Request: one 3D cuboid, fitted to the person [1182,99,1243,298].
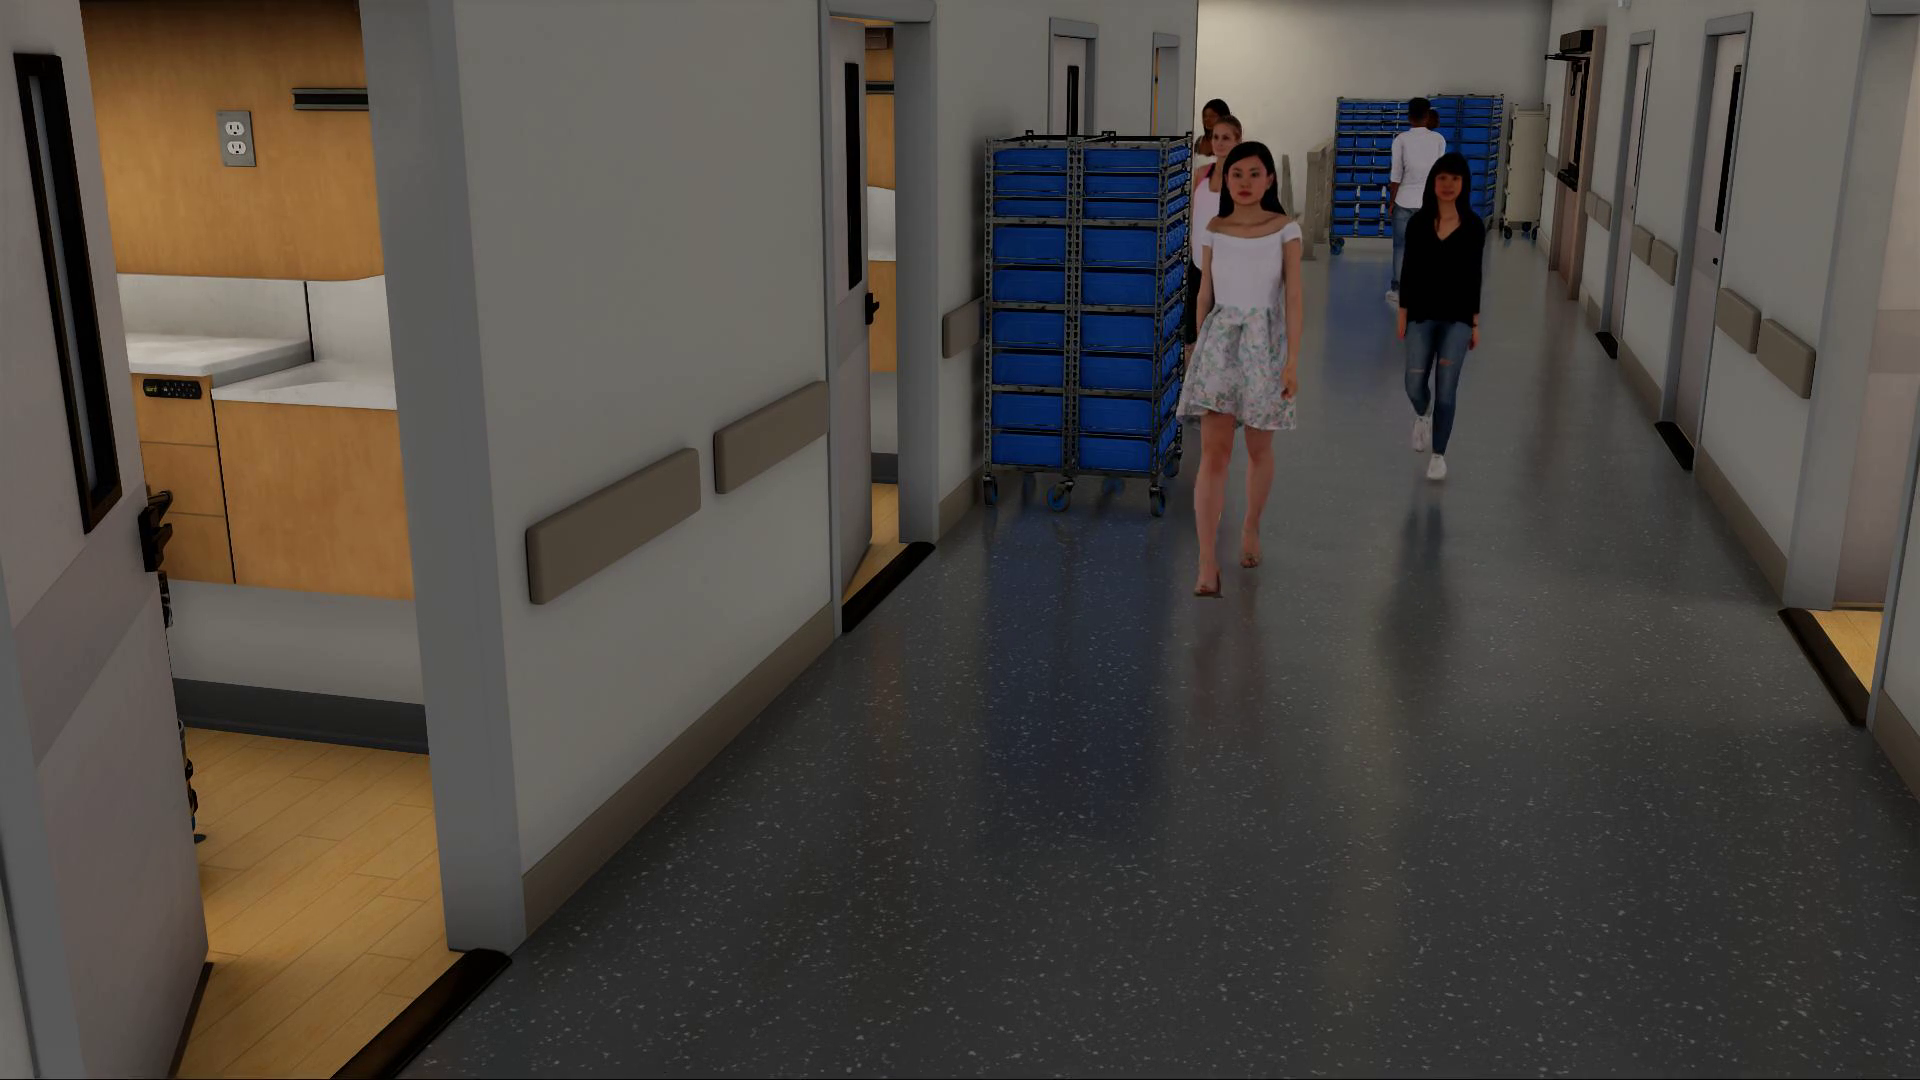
[{"bbox_3d":[2.214,-2.802,14.129,0.847,1.777,1.091,11,19,33],"label":"person"}]

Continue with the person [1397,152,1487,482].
[{"bbox_3d":[2.464,-1.142,8.509,0.623,1.632,0.857,6,17,20],"label":"person"}]

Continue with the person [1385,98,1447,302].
[{"bbox_3d":[4.132,-3.090,15.106,0.685,1.801,0.639,1,16,4],"label":"person"}]

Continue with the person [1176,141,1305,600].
[{"bbox_3d":[1.154,-0.658,6.614,0.649,1.729,1.157,5,16,16],"label":"person"}]

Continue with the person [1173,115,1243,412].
[{"bbox_3d":[1.573,-1.628,9.958,0.734,1.780,0.701,13,20,38],"label":"person"}]
